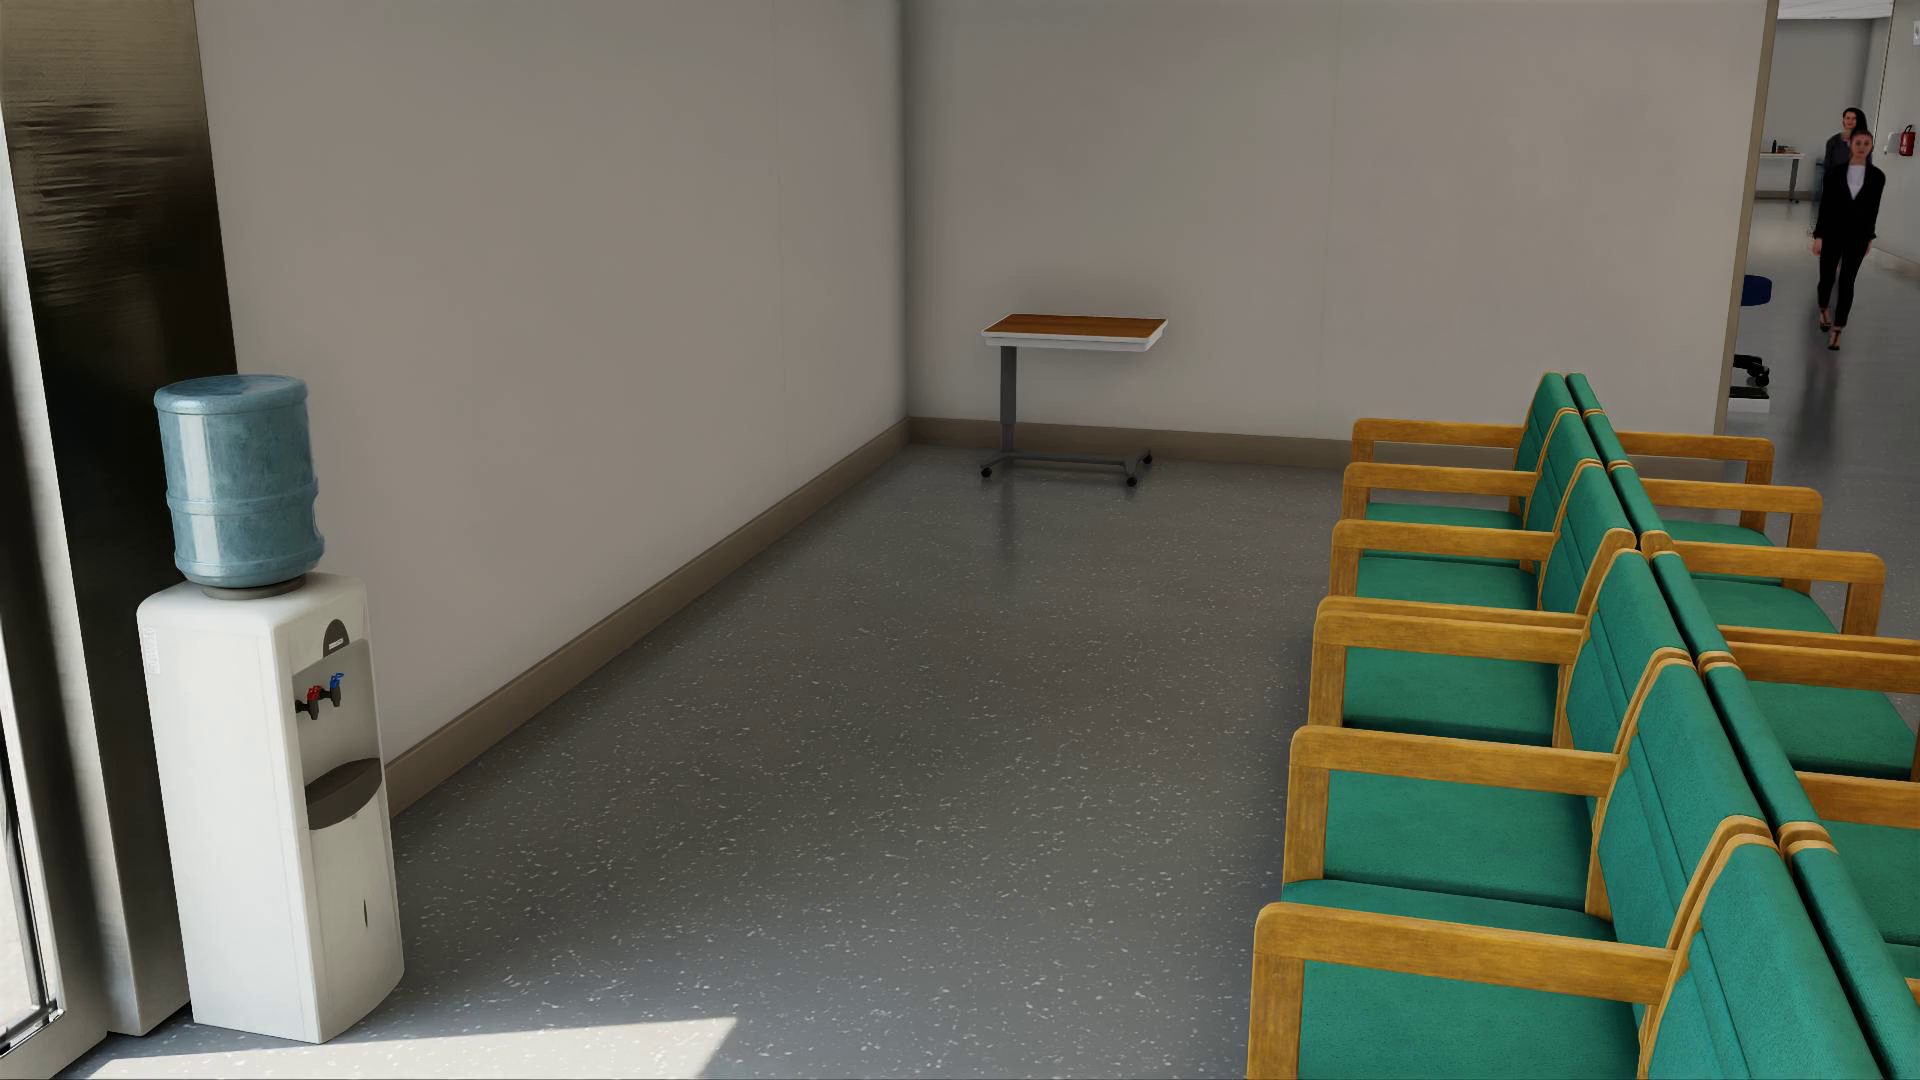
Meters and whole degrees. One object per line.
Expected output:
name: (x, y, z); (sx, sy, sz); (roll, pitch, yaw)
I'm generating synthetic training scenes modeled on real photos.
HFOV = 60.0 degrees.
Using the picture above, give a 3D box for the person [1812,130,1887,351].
person: (6.974, -2.355, 13.148); (1.039, 1.679, 0.800); (7, 17, 24)

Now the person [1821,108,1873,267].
person: (9.790, -3.864, 18.415); (1.041, 1.724, 0.799); (7, 17, 23)
